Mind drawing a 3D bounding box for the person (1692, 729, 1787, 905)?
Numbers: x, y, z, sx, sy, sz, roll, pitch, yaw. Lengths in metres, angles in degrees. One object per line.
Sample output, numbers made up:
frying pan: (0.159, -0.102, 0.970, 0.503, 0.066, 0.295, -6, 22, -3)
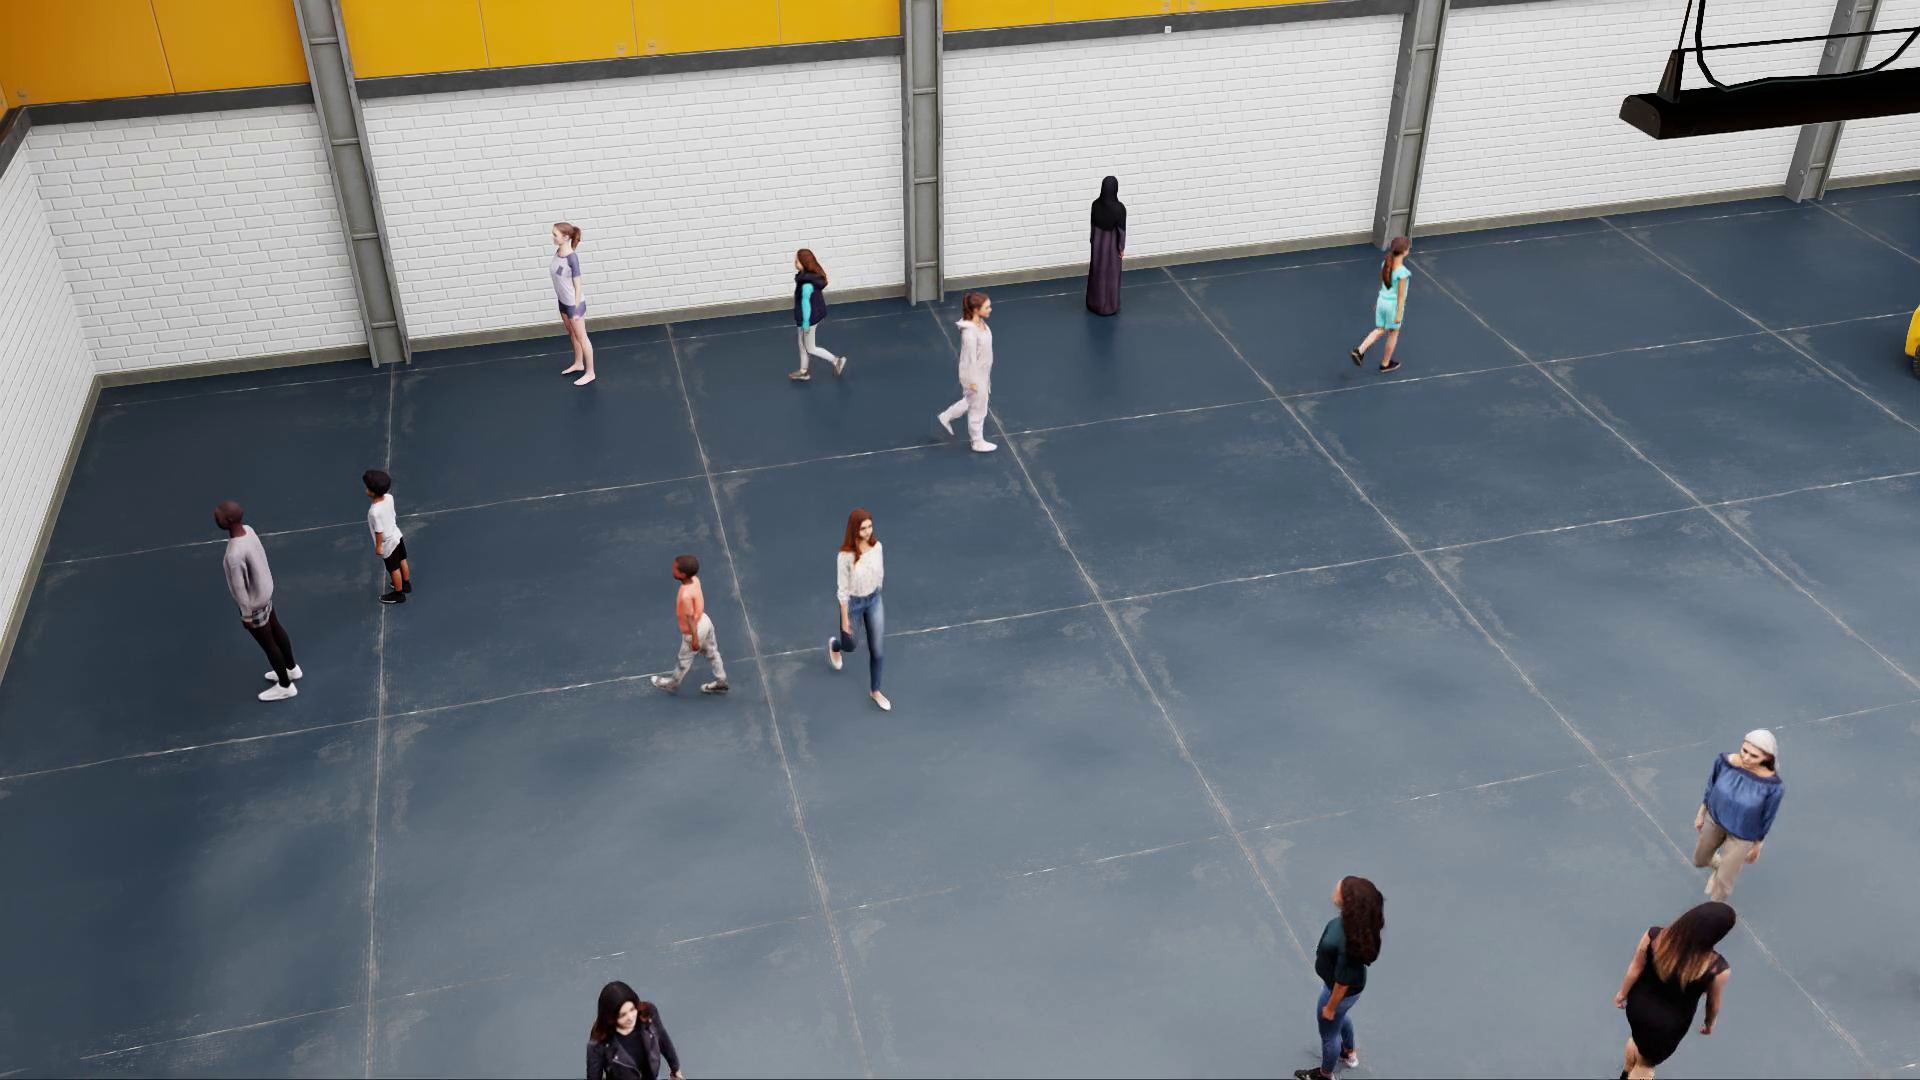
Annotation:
person: (5.103, 1.866, 10.885, 0.940, 1.682, 0.814, -27, 42, -34)

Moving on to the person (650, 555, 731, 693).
person: (-2.005, 0.688, 13.014, 0.911, 1.288, 0.721, 5, 34, 8)

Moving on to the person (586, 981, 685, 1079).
person: (-1.862, 3.014, 9.242, 1.089, 1.590, 1.125, 25, 41, 33)

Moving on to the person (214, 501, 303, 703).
person: (-5.457, 0.452, 12.934, 0.541, 1.770, 0.627, -5, 34, -7)

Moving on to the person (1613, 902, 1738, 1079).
person: (3.971, 2.760, 9.545, 0.822, 1.676, 0.876, 22, 39, 29)

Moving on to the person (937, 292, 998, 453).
person: (0.066, -1.632, 16.153, 0.963, 1.677, 0.834, 6, 34, 9)

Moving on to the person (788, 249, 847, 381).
person: (-1.523, -2.328, 17.375, 0.892, 1.482, 0.669, -2, 34, -3)

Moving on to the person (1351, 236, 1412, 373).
person: (4.469, -2.446, 17.497, 0.885, 1.545, 0.652, -16, 37, -22)

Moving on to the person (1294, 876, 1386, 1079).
person: (2.274, 2.610, 9.825, 0.763, 1.617, 0.714, 11, 35, 17)

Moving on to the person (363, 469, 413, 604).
person: (-4.862, -0.043, 14.137, 0.596, 1.261, 0.563, 5, 34, 7)

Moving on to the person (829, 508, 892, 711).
person: (-0.822, 0.483, 12.944, 1.007, 1.706, 0.796, -18, 37, -25)

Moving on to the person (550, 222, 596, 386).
person: (-4.054, -2.494, 17.368, 0.673, 1.768, 0.653, -22, 39, -29)

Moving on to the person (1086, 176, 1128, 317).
person: (1.649, -3.339, 18.778, 0.717, 1.614, 0.774, 19, 38, 26)
